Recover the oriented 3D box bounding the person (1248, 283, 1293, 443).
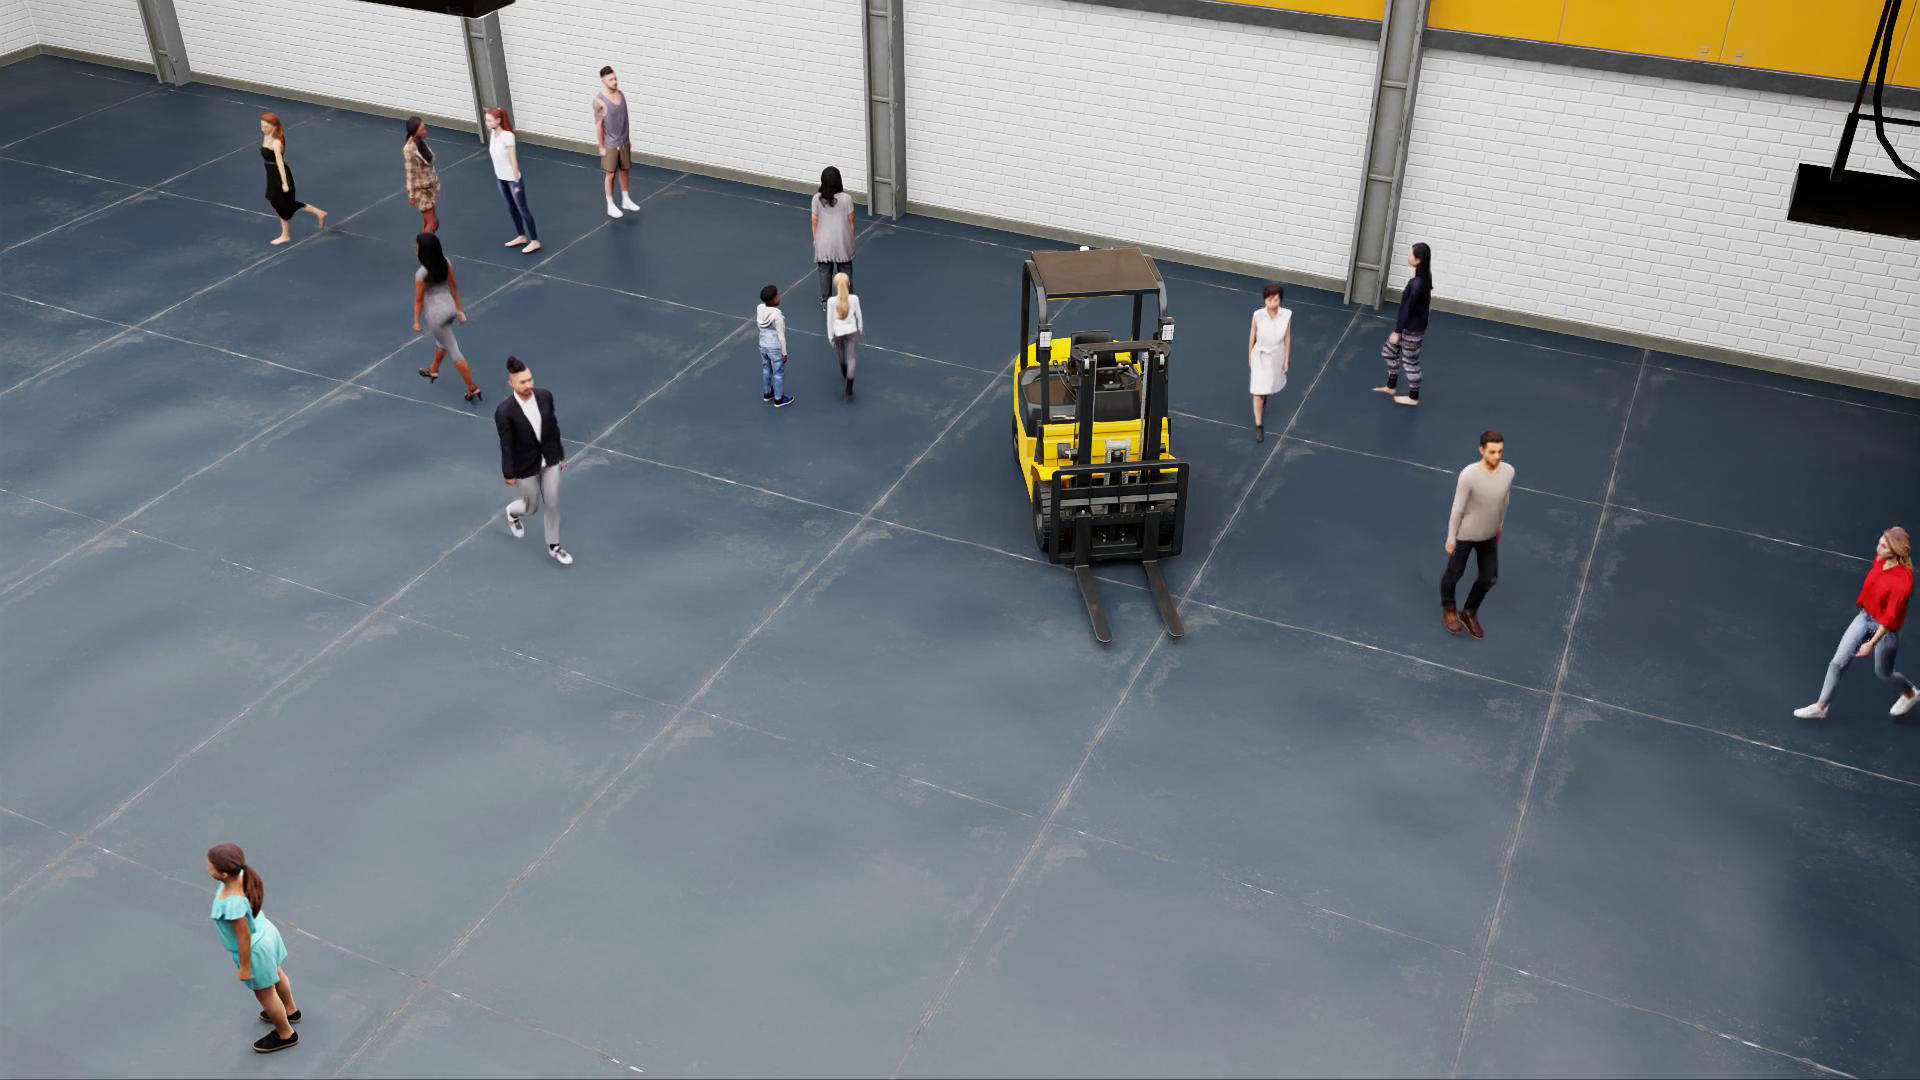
[{"bbox_3d":[2.944,-1.749,15.867,0.989,1.531,0.898,0,34,-1],"label":"person"}]

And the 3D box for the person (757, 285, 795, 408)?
[{"bbox_3d":[-1.854,-1.926,16.379,0.493,1.258,0.583,26,42,34],"label":"person"}]

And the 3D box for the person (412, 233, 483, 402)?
[{"bbox_3d":[-4.978,-2.125,16.240,1.066,1.744,0.629,16,37,23],"label":"person"}]

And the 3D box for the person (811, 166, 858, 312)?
[{"bbox_3d":[-1.376,-3.275,18.093,0.731,1.609,0.809,-1,34,-1],"label":"person"}]

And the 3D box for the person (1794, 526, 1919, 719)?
[{"bbox_3d":[6.766,0.669,12.111,1.209,1.663,1.019,-6,34,-8],"label":"person"}]

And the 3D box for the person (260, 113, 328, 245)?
[{"bbox_3d":[-7.916,-4.261,19.583,0.942,1.601,0.974,-17,37,-24],"label":"person"}]

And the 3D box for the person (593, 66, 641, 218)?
[{"bbox_3d":[-4.178,-4.829,20.076,0.640,1.841,0.670,24,40,31],"label":"person"}]

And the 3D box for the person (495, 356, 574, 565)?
[{"bbox_3d":[-3.628,-0.707,13.934,0.920,1.935,1.099,-29,43,-36],"label":"person"}]

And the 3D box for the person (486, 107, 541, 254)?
[{"bbox_3d":[-5.225,-4.203,19.380,0.592,1.728,0.696,26,41,33],"label":"person"}]

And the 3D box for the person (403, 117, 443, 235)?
[{"bbox_3d":[-6.197,-3.946,18.953,0.649,1.775,0.657,8,34,12],"label":"person"}]

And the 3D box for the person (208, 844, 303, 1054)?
[{"bbox_3d":[-4.112,2.349,9.677,0.683,1.557,0.645,-4,34,-6],"label":"person"}]

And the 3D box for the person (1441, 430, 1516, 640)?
[{"bbox_3d":[4.010,-0.094,13.087,0.795,1.852,0.873,-8,34,-11],"label":"person"}]

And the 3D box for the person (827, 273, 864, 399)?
[{"bbox_3d":[-1.135,-2.019,16.523,0.913,1.255,0.813,-1,34,-2],"label":"person"}]

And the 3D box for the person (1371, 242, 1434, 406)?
[{"bbox_3d":[4.489,-2.077,16.192,0.713,1.718,0.655,13,36,18],"label":"person"}]
